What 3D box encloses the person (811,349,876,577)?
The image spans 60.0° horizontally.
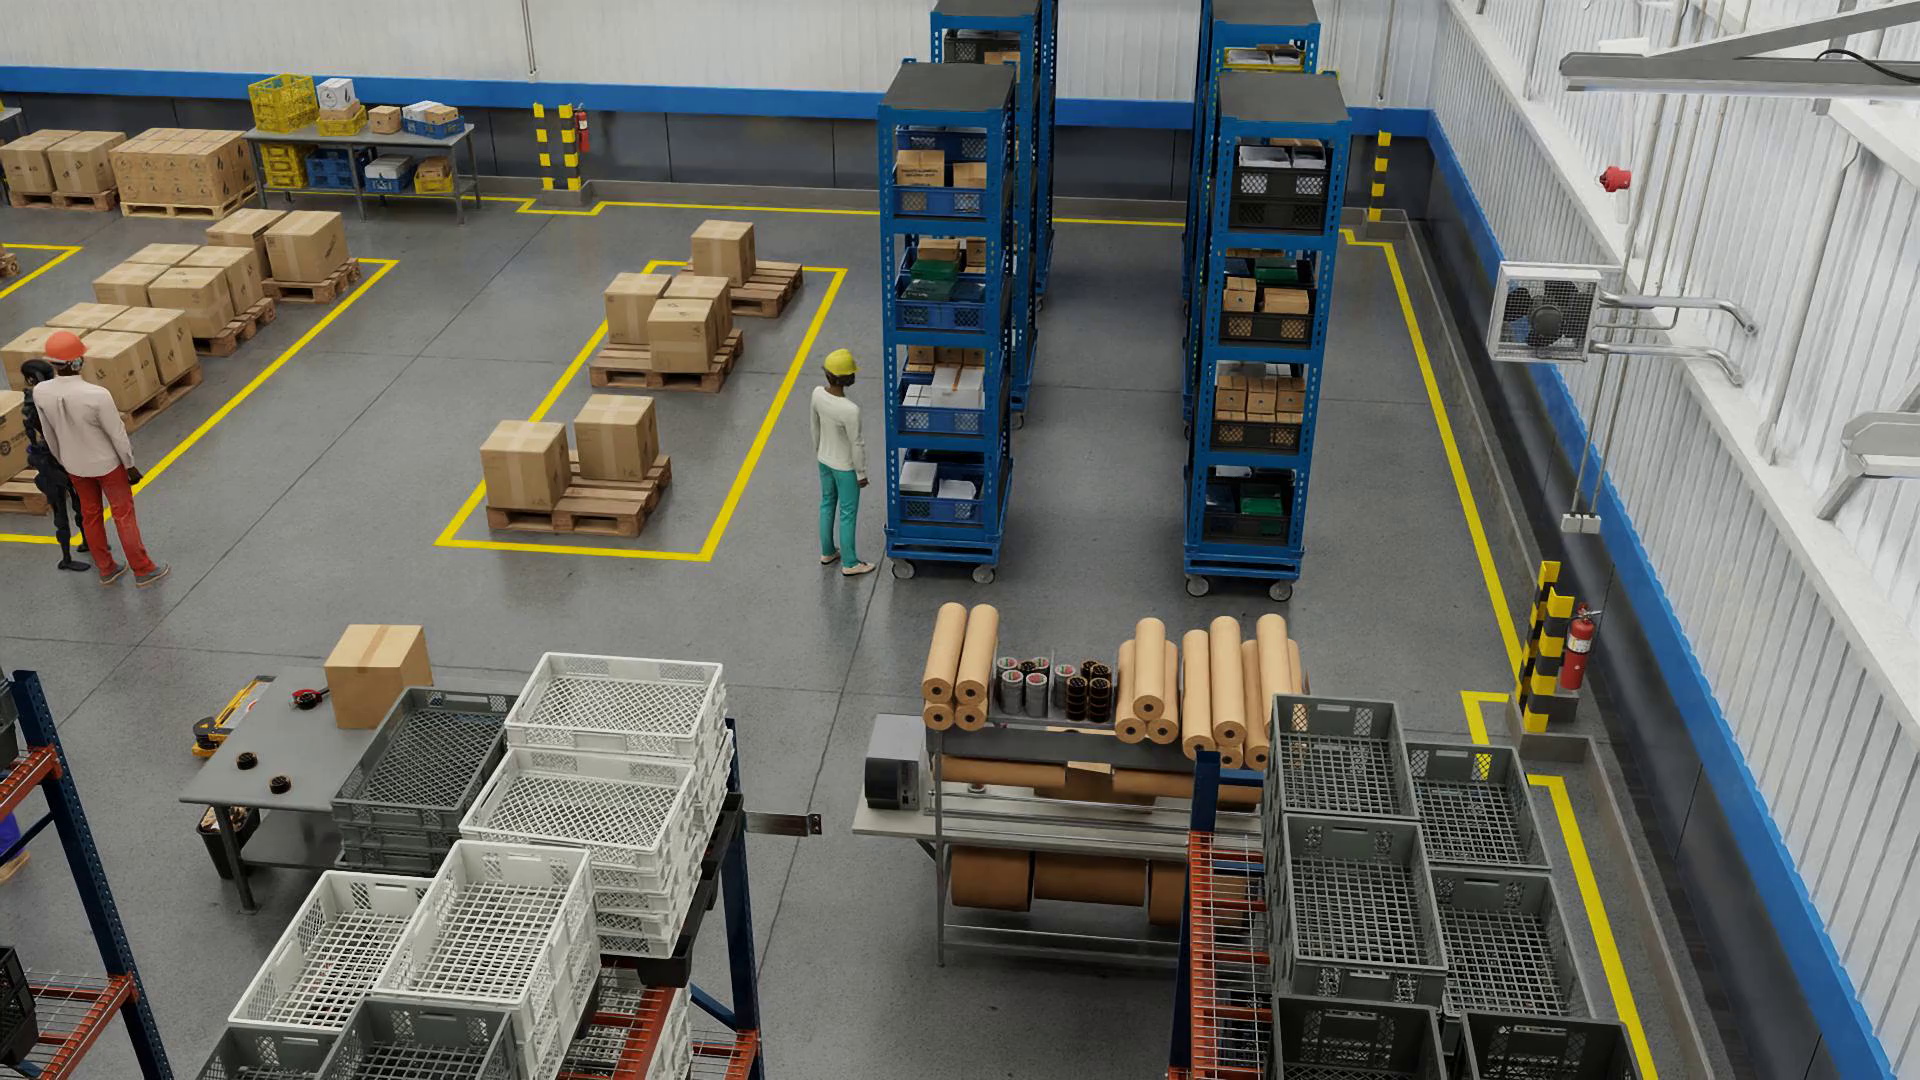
[{"bbox_3d":[-0.859,-0.573,12.169,0.315,1.765,0.533,-25,38,-36],"label":"person"}]

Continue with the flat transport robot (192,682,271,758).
[{"bbox_3d":[-4.089,1.163,10.648,1.431,0.197,0.652,3,30,6],"label":"flat transport robot"}]

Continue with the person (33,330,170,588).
[{"bbox_3d":[-6.192,-0.563,11.927,0.610,1.994,0.378,4,30,7],"label":"person"}]

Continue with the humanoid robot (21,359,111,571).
[{"bbox_3d":[-6.629,-0.569,12.250,0.325,1.651,0.569,3,30,5],"label":"humanoid robot"}]

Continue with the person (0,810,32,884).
[{"bbox_3d":[-5.709,1.025,9.153,0.679,2.000,0.536,12,32,19],"label":"person"}]
